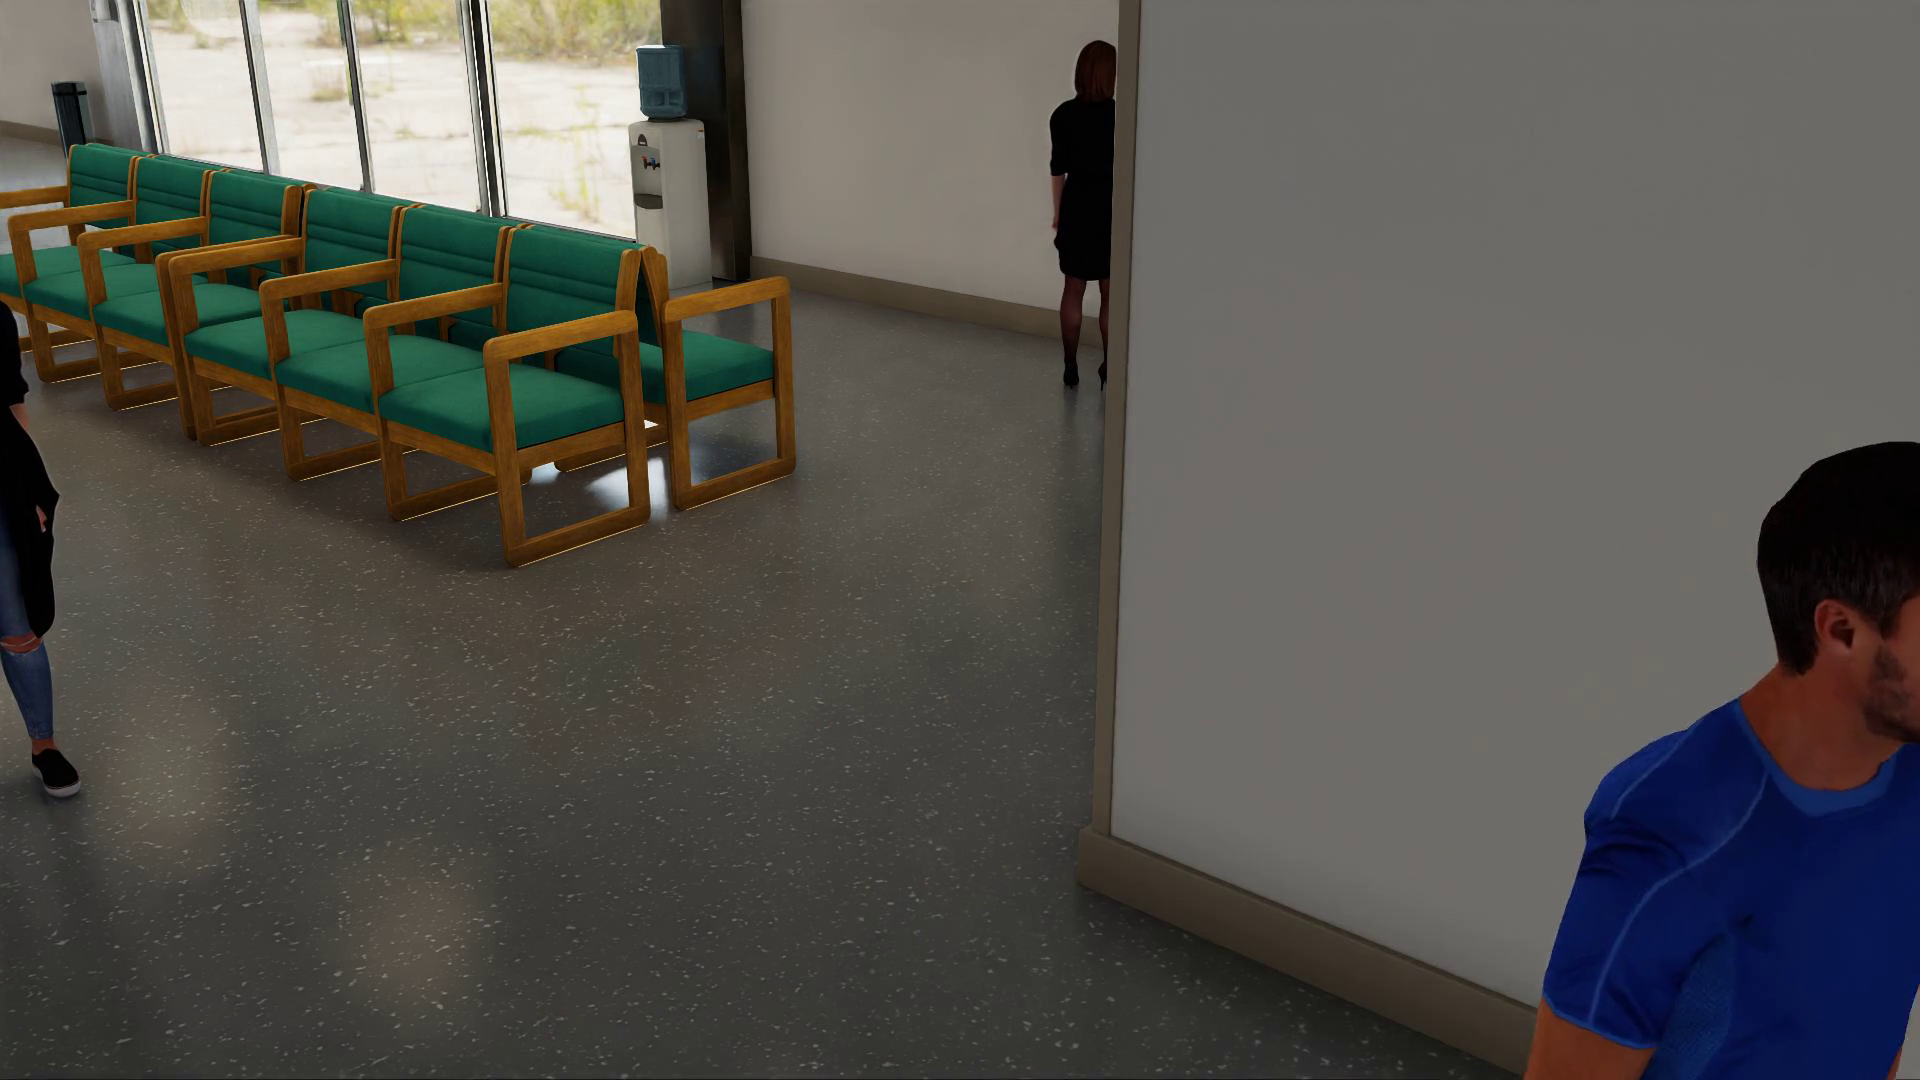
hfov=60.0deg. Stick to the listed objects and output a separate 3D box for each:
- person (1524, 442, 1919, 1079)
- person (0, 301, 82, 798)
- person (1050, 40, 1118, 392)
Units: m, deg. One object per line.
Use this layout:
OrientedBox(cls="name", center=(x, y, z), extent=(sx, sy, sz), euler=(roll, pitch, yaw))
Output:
OrientedBox(cls="person", center=(0.713, 0.752, 1.905), extent=(1.288, 1.811, 0.933), euler=(-13, 24, -30))
OrientedBox(cls="person", center=(-2.613, -0.093, 4.314), extent=(0.603, 1.683, 0.753), euler=(-13, 24, -30))
OrientedBox(cls="person", center=(0.661, -1.590, 8.236), extent=(0.652, 1.706, 0.628), euler=(6, 21, 15))
